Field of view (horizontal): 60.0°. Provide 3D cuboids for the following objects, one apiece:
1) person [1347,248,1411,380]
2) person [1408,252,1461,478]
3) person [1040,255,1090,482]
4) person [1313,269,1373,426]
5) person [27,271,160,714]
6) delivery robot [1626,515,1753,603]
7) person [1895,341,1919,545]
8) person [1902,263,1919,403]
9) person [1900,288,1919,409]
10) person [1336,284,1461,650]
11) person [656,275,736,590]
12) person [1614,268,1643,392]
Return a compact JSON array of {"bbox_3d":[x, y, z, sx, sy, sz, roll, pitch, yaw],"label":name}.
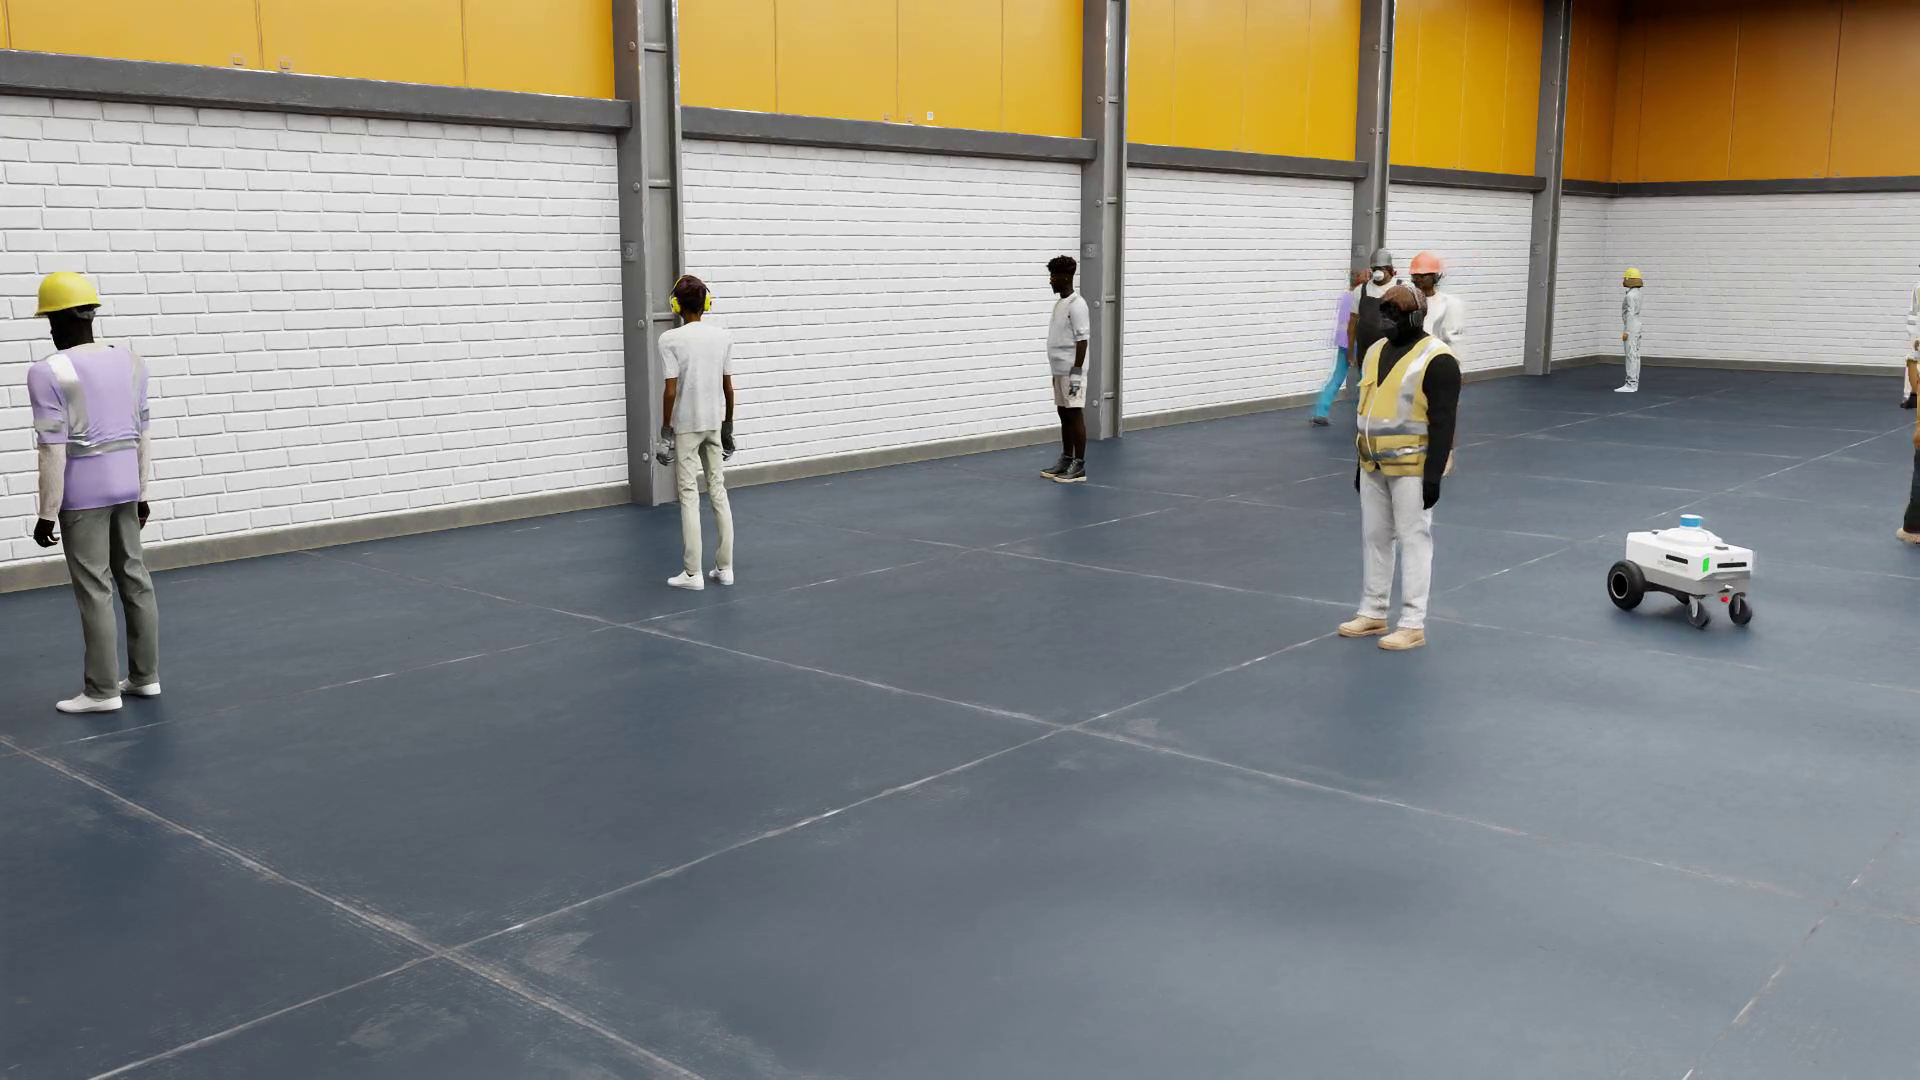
[{"bbox_3d":[4.476,-2.113,17.810,0.701,2.000,0.538,6,12,31],"label":"person"},{"bbox_3d":[4.030,-1.483,14.369,0.621,1.999,1.025,9,13,41],"label":"person"},{"bbox_3d":[0.929,-1.484,14.455,0.377,1.960,0.609,-2,10,-14],"label":"person"},{"bbox_3d":[4.460,-2.173,18.879,0.964,1.798,0.573,-4,11,-23],"label":"person"},{"bbox_3d":[-3.783,-0.201,7.253,0.373,1.925,0.585,3,10,18],"label":"person"},{"bbox_3d":[3.994,0.106,9.126,0.477,0.478,0.707,-2,10,-14],"label":"delivery robot"},{"bbox_3d":[6.567,-0.789,10.987,0.531,1.799,0.980,2,10,9],"label":"person"},{"bbox_3d":[12.396,-2.670,21.432,0.355,1.883,0.573,5,11,27],"label":"person"},{"bbox_3d":[12.008,-2.541,20.622,0.600,1.906,0.669,-3,10,-15],"label":"person"},{"bbox_3d":[2.229,-0.367,8.451,0.429,1.840,0.652,-5,11,-26],"label":"person"},{"bbox_3d":[-1.571,-0.636,9.901,0.535,1.865,0.312,-9,13,-41],"label":"person"},{"bbox_3d":[9.453,-2.958,23.468,0.306,1.745,0.483,7,12,36],"label":"person"}]
